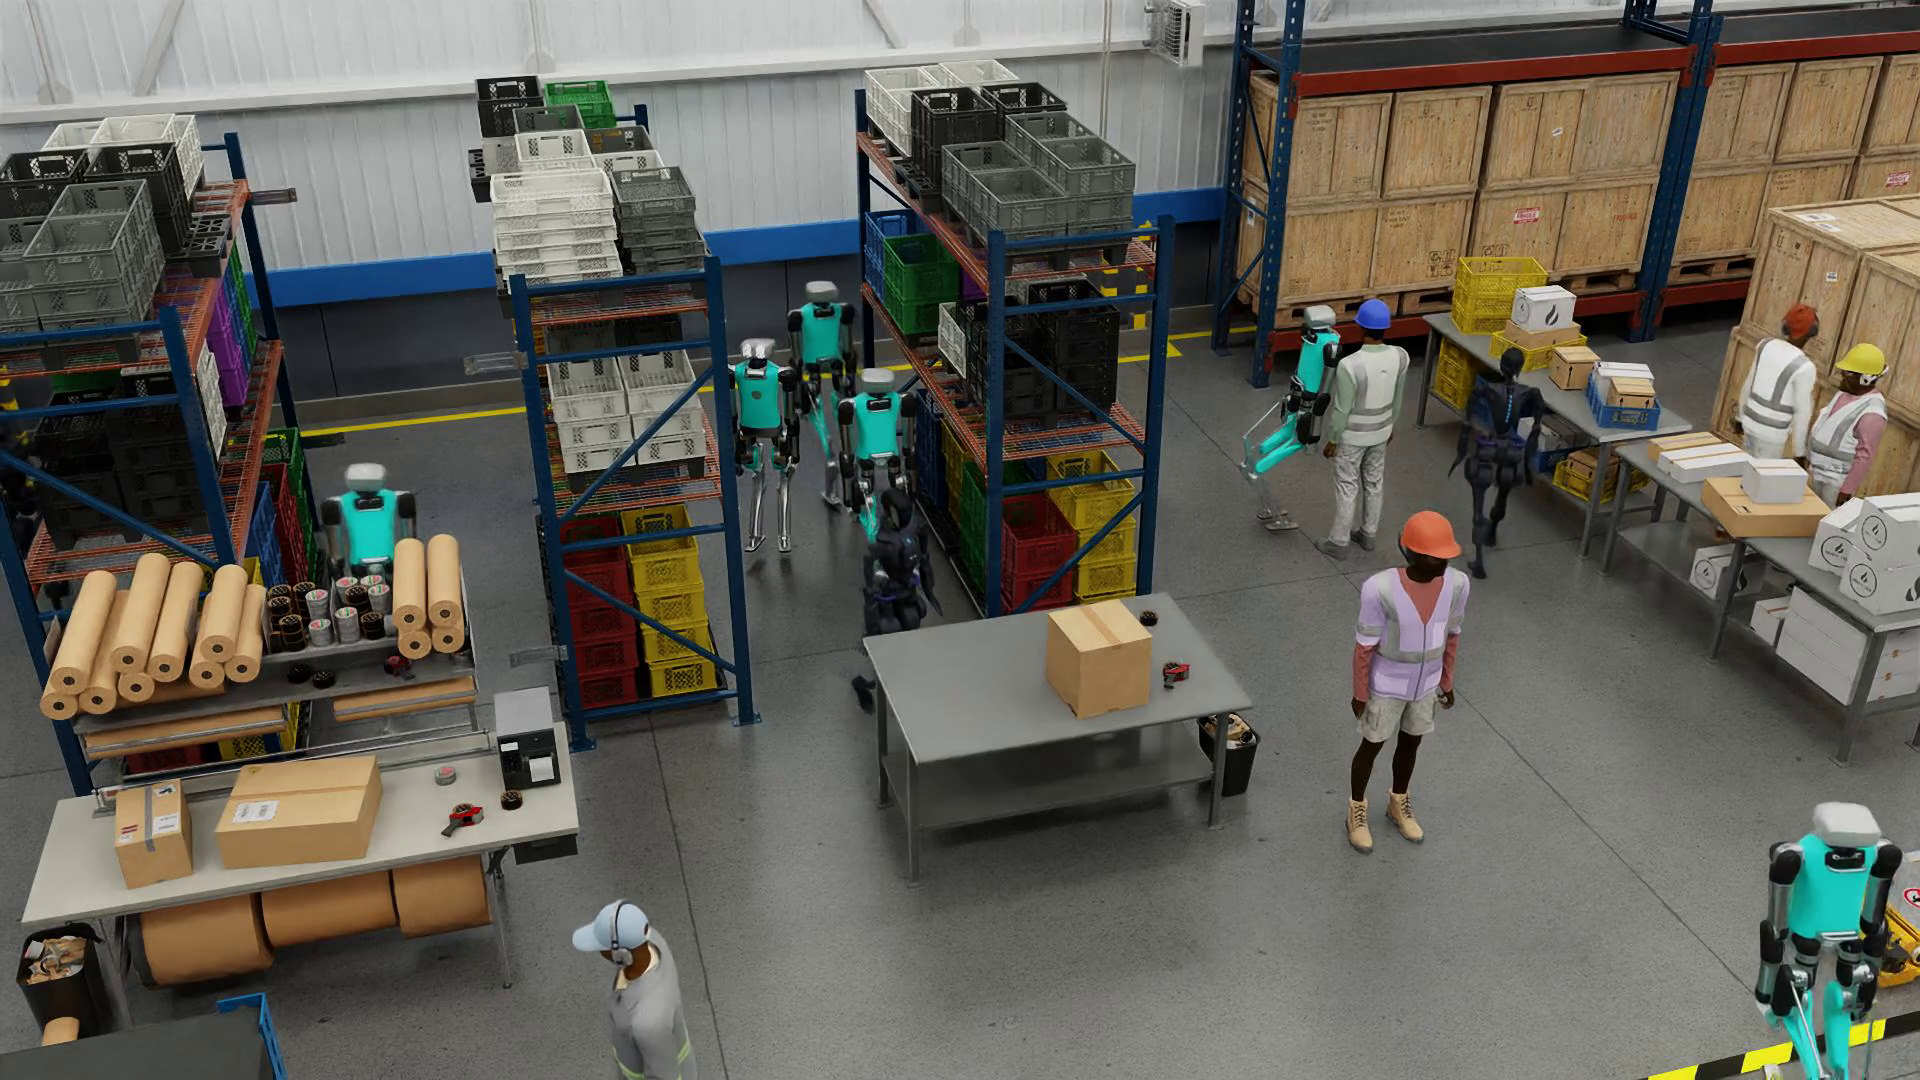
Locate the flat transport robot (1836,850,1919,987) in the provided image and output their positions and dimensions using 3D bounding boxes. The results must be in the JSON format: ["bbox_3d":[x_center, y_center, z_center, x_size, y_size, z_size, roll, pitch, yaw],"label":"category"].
[{"bbox_3d":[5.163,1.916,8.676,1.431,0.231,0.659,-8,30,-14],"label":"flat transport robot"}]

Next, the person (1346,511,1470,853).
[{"bbox_3d":[2.392,0.761,8.932,0.607,2.048,0.363,-7,29,-12],"label":"person"}]

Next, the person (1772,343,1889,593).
[{"bbox_3d":[6.006,-0.486,11.421,0.404,1.831,0.599,3,29,6],"label":"person"}]

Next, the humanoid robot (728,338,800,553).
[{"bbox_3d":[-1.364,-0.729,11.823,0.533,1.677,0.735,2,29,3],"label":"humanoid robot"}]

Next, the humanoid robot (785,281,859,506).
[{"bbox_3d":[-0.940,-0.954,12.485,0.541,1.900,0.728,-14,32,-23],"label":"humanoid robot"}]

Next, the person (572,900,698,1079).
[{"bbox_3d":[-1.245,2.158,6.596,0.406,1.847,0.589,-7,30,-12],"label":"person"}]

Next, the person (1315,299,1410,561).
[{"bbox_3d":[2.853,-0.776,11.831,0.617,1.945,0.392,-14,32,-24],"label":"person"}]

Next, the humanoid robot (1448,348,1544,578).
[{"bbox_3d":[3.794,-0.594,11.821,0.589,1.624,0.753,2,29,4],"label":"humanoid robot"}]

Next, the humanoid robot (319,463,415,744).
[{"bbox_3d":[-3.404,0.444,9.820,0.556,1.721,1.014,-10,30,-18],"label":"humanoid robot"}]

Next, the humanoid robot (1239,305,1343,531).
[{"bbox_3d":[2.338,-0.873,12.119,0.738,1.692,0.531,-5,29,-10],"label":"humanoid robot"}]

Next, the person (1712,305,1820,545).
[{"bbox_3d":[5.801,-0.765,11.893,0.381,1.876,0.691,-4,29,-7],"label":"person"}]

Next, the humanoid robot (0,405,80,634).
[{"bbox_3d":[-6.167,-0.207,11.098,0.600,1.637,0.619,-3,29,-5],"label":"humanoid robot"}]

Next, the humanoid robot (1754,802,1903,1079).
[{"bbox_3d":[3.669,1.988,7.001,0.541,1.740,0.917,-1,29,-2],"label":"humanoid robot"}]

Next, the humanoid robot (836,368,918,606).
[{"bbox_3d":[-0.485,-0.232,11.001,0.530,1.738,0.693,-8,30,-14],"label":"humanoid robot"}]

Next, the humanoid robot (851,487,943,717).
[{"bbox_3d":[-0.412,0.381,10.017,0.457,1.641,0.615,23,36,35],"label":"humanoid robot"}]
